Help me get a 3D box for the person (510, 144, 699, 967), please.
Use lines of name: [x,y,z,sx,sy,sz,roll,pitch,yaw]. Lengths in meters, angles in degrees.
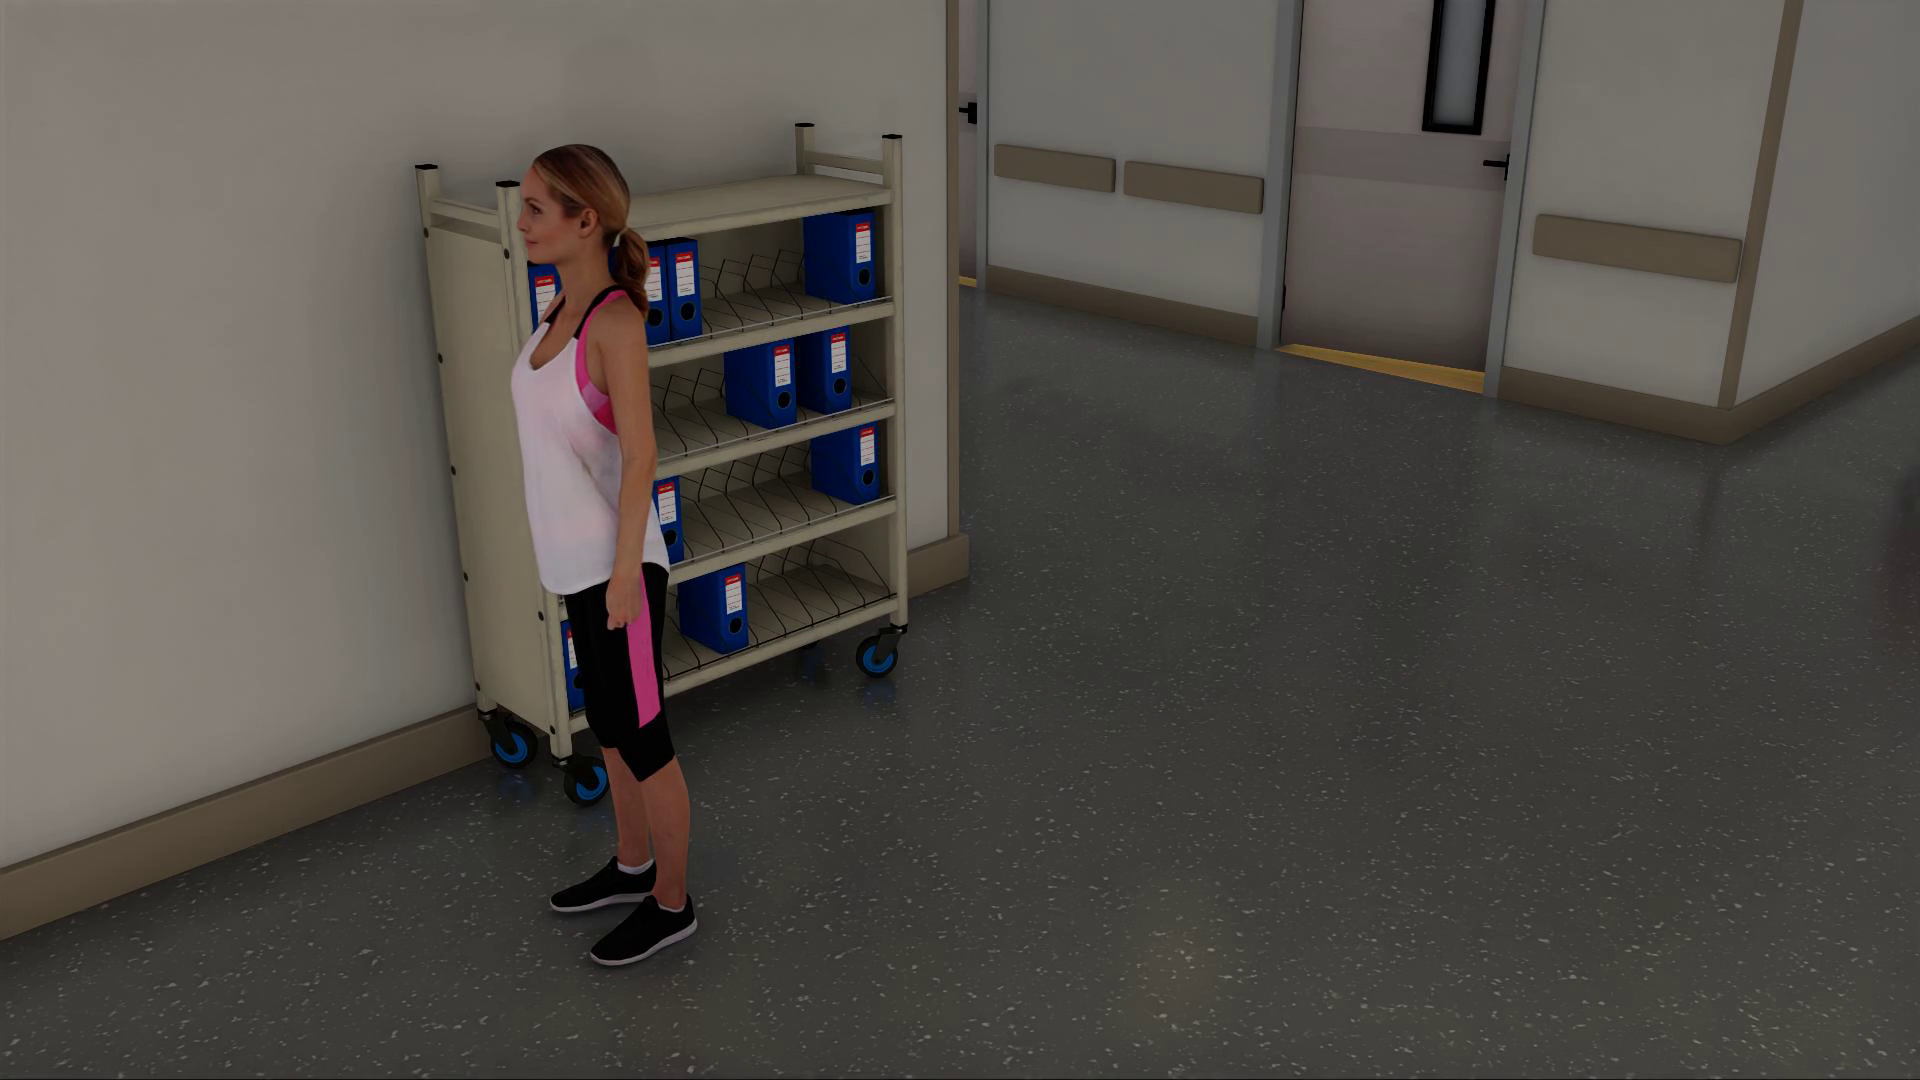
person: [-0.746,0.057,3.576,0.593,1.788,0.650,-12,24,-30]
